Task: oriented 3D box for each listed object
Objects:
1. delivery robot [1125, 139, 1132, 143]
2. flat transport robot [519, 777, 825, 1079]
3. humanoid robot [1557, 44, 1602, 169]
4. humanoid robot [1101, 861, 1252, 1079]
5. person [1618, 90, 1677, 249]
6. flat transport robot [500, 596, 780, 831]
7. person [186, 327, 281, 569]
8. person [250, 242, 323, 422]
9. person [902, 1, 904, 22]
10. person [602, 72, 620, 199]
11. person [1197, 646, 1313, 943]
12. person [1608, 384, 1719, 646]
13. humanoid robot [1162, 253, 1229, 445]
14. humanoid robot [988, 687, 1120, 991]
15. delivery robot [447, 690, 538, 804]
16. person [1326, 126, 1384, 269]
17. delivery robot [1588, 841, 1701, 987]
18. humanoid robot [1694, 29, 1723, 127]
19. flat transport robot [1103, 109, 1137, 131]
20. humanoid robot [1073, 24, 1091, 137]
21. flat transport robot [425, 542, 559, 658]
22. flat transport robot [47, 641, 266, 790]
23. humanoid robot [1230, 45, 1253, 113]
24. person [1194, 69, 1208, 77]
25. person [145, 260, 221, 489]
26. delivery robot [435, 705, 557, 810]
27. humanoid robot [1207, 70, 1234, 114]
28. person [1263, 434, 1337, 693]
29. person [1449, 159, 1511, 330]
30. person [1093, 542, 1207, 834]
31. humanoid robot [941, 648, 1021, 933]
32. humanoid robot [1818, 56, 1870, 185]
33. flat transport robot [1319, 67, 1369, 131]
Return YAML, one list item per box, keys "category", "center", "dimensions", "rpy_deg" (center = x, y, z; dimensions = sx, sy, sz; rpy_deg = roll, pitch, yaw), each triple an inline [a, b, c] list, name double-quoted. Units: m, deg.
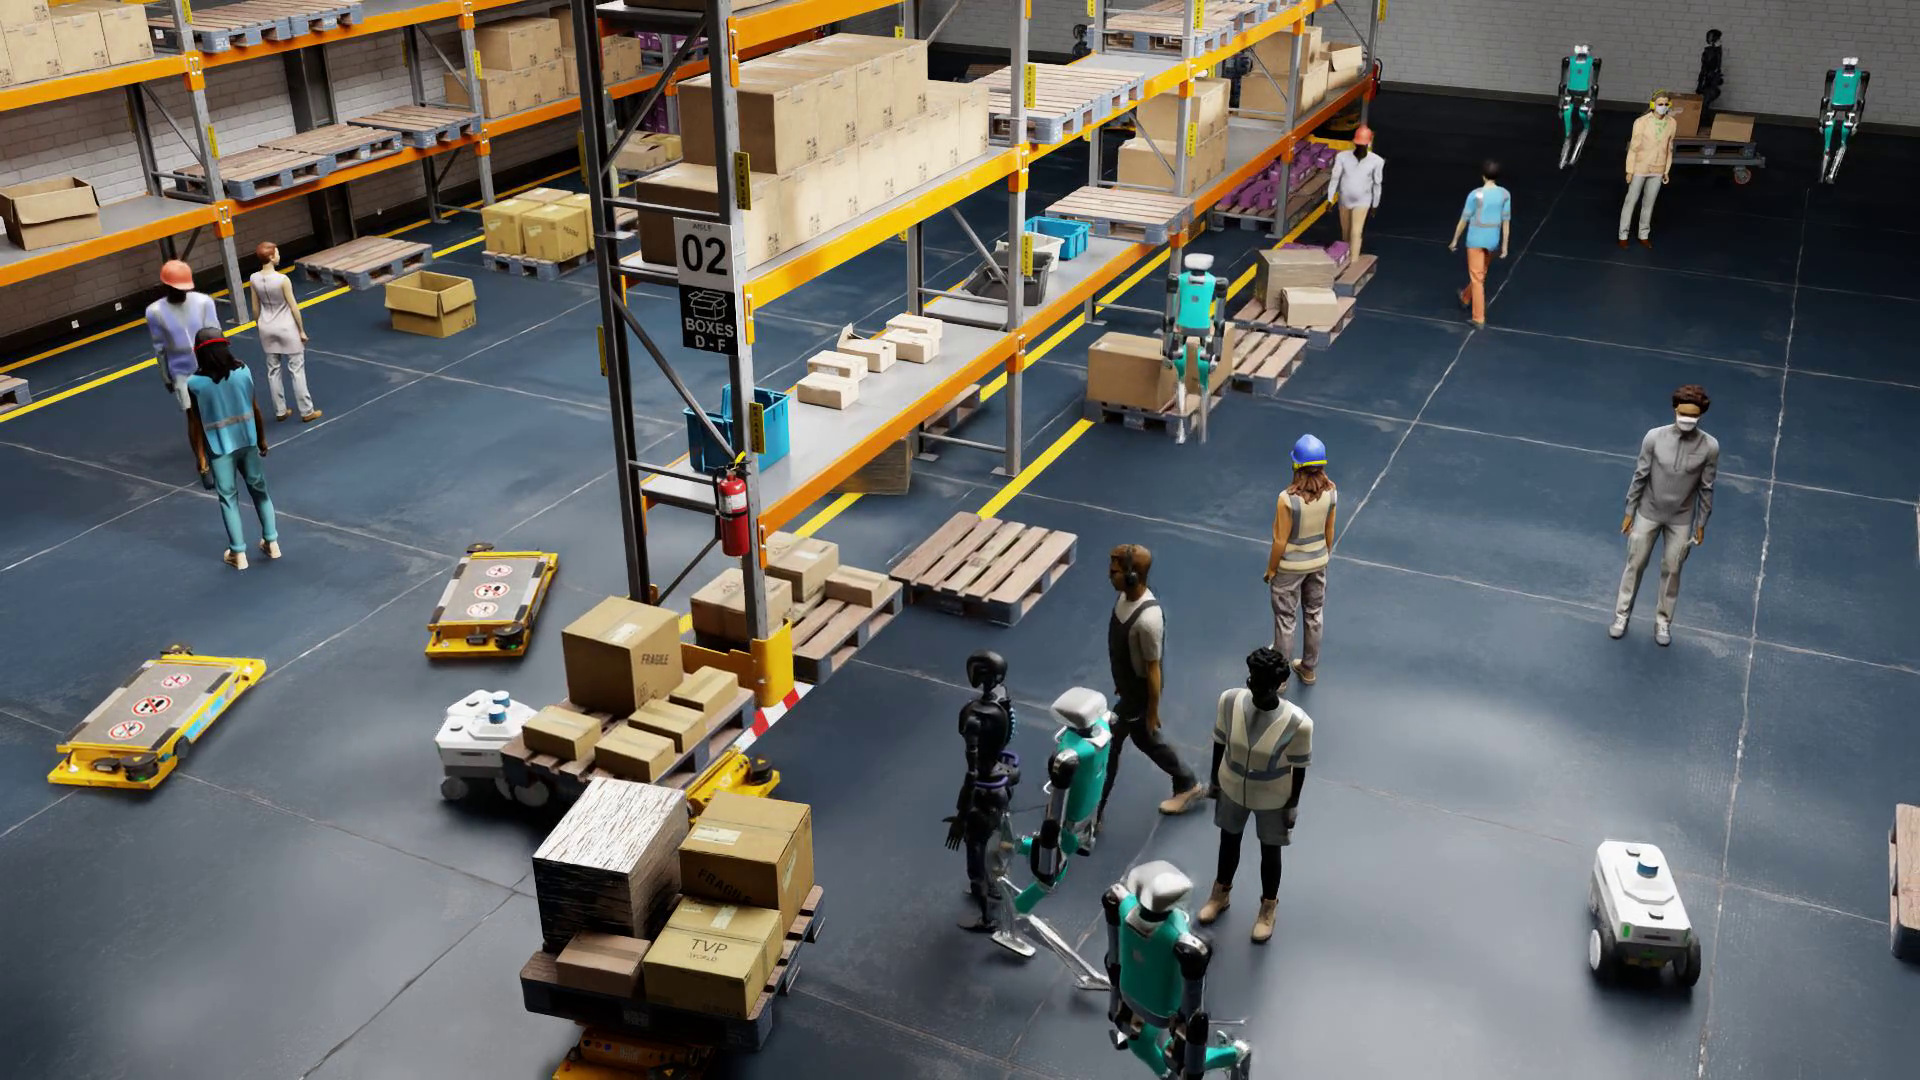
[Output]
- category: "delivery robot"
  center: [2.695, -5.559, 23.662]
  dimensions: [0.766, 0.575, 0.499]
  rpy_deg: [-17, 31, -31]
- category: "flat transport robot"
  center: [-1.409, 2.228, 8.277]
  dimensions: [0.659, 0.231, 1.431]
  rpy_deg: [7, 27, 13]
- category: "humanoid robot"
  center: [8.749, -6.136, 23.568]
  dimensions: [0.546, 1.815, 0.769]
  rpy_deg: [13, 29, 24]
- category: "humanoid robot"
  center: [1.048, 1.994, 7.106]
  dimensions: [0.962, 1.759, 0.542]
  rpy_deg: [-21, 33, -35]
- category: "person"
  center: [8.242, -4.446, 19.951]
  dimensions: [0.554, 1.877, 0.409]
  rpy_deg: [-2, 26, -4]
- category: "flat transport robot"
  center: [-1.865, 1.380, 9.990]
  dimensions: [1.431, 0.231, 0.659]
  rpy_deg: [12, 29, 23]
- category: "person"
  center: [-5.409, -0.681, 12.361]
  dimensions: [0.378, 1.864, 0.527]
  rpy_deg: [23, 34, 38]
- category: "person"
  center: [-6.115, -1.864, 14.974]
  dimensions: [0.447, 1.656, 0.281]
  rpy_deg: [4, 27, 8]
- category: "person"
  center: [-0.875, -9.476, 30.175]
  dimensions: [0.364, 1.825, 0.509]
  rpy_deg: [-2, 26, -3]
- category: "person"
  center: [-4.559, -5.091, 21.284]
  dimensions: [0.383, 1.845, 0.569]
  rpy_deg: [1, 26, 3]
- category: "person"
  center: [1.515, 1.296, 8.547]
  dimensions: [0.529, 1.697, 0.321]
  rpy_deg: [15, 30, 28]
- category: "person"
  center: [4.813, -0.183, 11.326]
  dimensions: [0.546, 1.890, 0.394]
  rpy_deg: [11, 28, 20]
- category: "humanoid robot"
  center: [2.041, -1.656, 14.516]
  dimensions: [0.539, 1.831, 0.670]
  rpy_deg: [6, 27, 11]
- category: "humanoid robot"
  center: [0.380, 1.453, 8.196]
  dimensions: [1.010, 1.734, 0.539]
  rpy_deg: [15, 30, 28]
- category: "delivery robot"
  center: [-2.725, 1.203, 10.043]
  dimensions: [0.813, 0.610, 0.499]
  rpy_deg: [16, 30, 28]
- category: "person"
  center: [4.510, -3.898, 19.032]
  dimensions: [0.570, 1.704, 0.905]
  rpy_deg: [12, 29, 23]
- category: "delivery robot"
  center: [3.514, 1.894, 8.600]
  dimensions: [0.499, 0.568, 0.747]
  rpy_deg: [4, 27, 7]
- category: "humanoid robot"
  center: [11.257, -6.814, 24.959]
  dimensions: [0.396, 1.638, 0.599]
  rpy_deg: [0, 26, -1]
- category: "flat transport robot"
  center: [2.145, -6.578, 26.066]
  dimensions: [1.431, 0.231, 0.659]
  rpy_deg: [1, 26, 3]
- category: "humanoid robot"
  center: [1.846, -6.999, 25.335]
  dimensions: [0.407, 1.643, 0.612]
  rpy_deg: [-1, 26, -1]
- category: "flat transport robot"
  center: [-3.338, 0.419, 11.931]
  dimensions: [0.659, 0.231, 1.431]
  rpy_deg: [-1, 26, -2]
- category: "flat transport robot"
  center: [-5.070, 1.100, 10.557]
  dimensions: [0.659, 0.231, 1.431]
  rpy_deg: [3, 26, 6]
- category: "humanoid robot"
  center: [4.110, -6.616, 24.634]
  dimensions: [0.797, 1.651, 0.603]
  rpy_deg: [-3, 27, -7]
- category: "person"
  center: [3.175, -5.992, 23.078]
  dimensions: [0.662, 1.858, 0.919]
  rpy_deg: [16, 31, 30]
- category: "person"
  center: [-6.418, -1.454, 13.899]
  dimensions: [0.532, 1.886, 0.935]
  rpy_deg: [-16, 31, -30]
- category: "delivery robot"
  center: [-2.712, 1.258, 9.908]
  dimensions: [0.782, 0.589, 0.499]
  rpy_deg: [1, 26, 3]
- category: "humanoid robot"
  center: [3.630, -6.035, 23.389]
  dimensions: [0.593, 1.636, 0.399]
  rpy_deg: [24, 35, 39]
- category: "person"
  center: [2.189, 0.156, 10.761]
  dimensions: [0.464, 1.778, 0.310]
  rpy_deg: [-11, 28, -21]
- category: "person"
  center: [5.459, -3.153, 17.515]
  dimensions: [0.514, 1.715, 0.949]
  rpy_deg: [-5, 27, -9]
- category: "person"
  center: [1.014, 0.834, 9.376]
  dimensions: [0.937, 1.796, 0.521]
  rpy_deg: [-4, 27, -8]
- category: "humanoid robot"
  center: [0.105, 1.302, 8.557]
  dimensions: [0.353, 1.655, 0.608]
  rpy_deg: [9, 28, 18]
- category: "humanoid robot"
  center: [11.957, -5.648, 22.664]
  dimensions: [0.551, 1.912, 0.707]
  rpy_deg: [12, 29, 23]
- category: "flat transport robot"
  center: [5.666, -6.689, 26.290]
  dimensions: [1.431, 0.231, 0.659]
  rpy_deg: [21, 33, 36]
